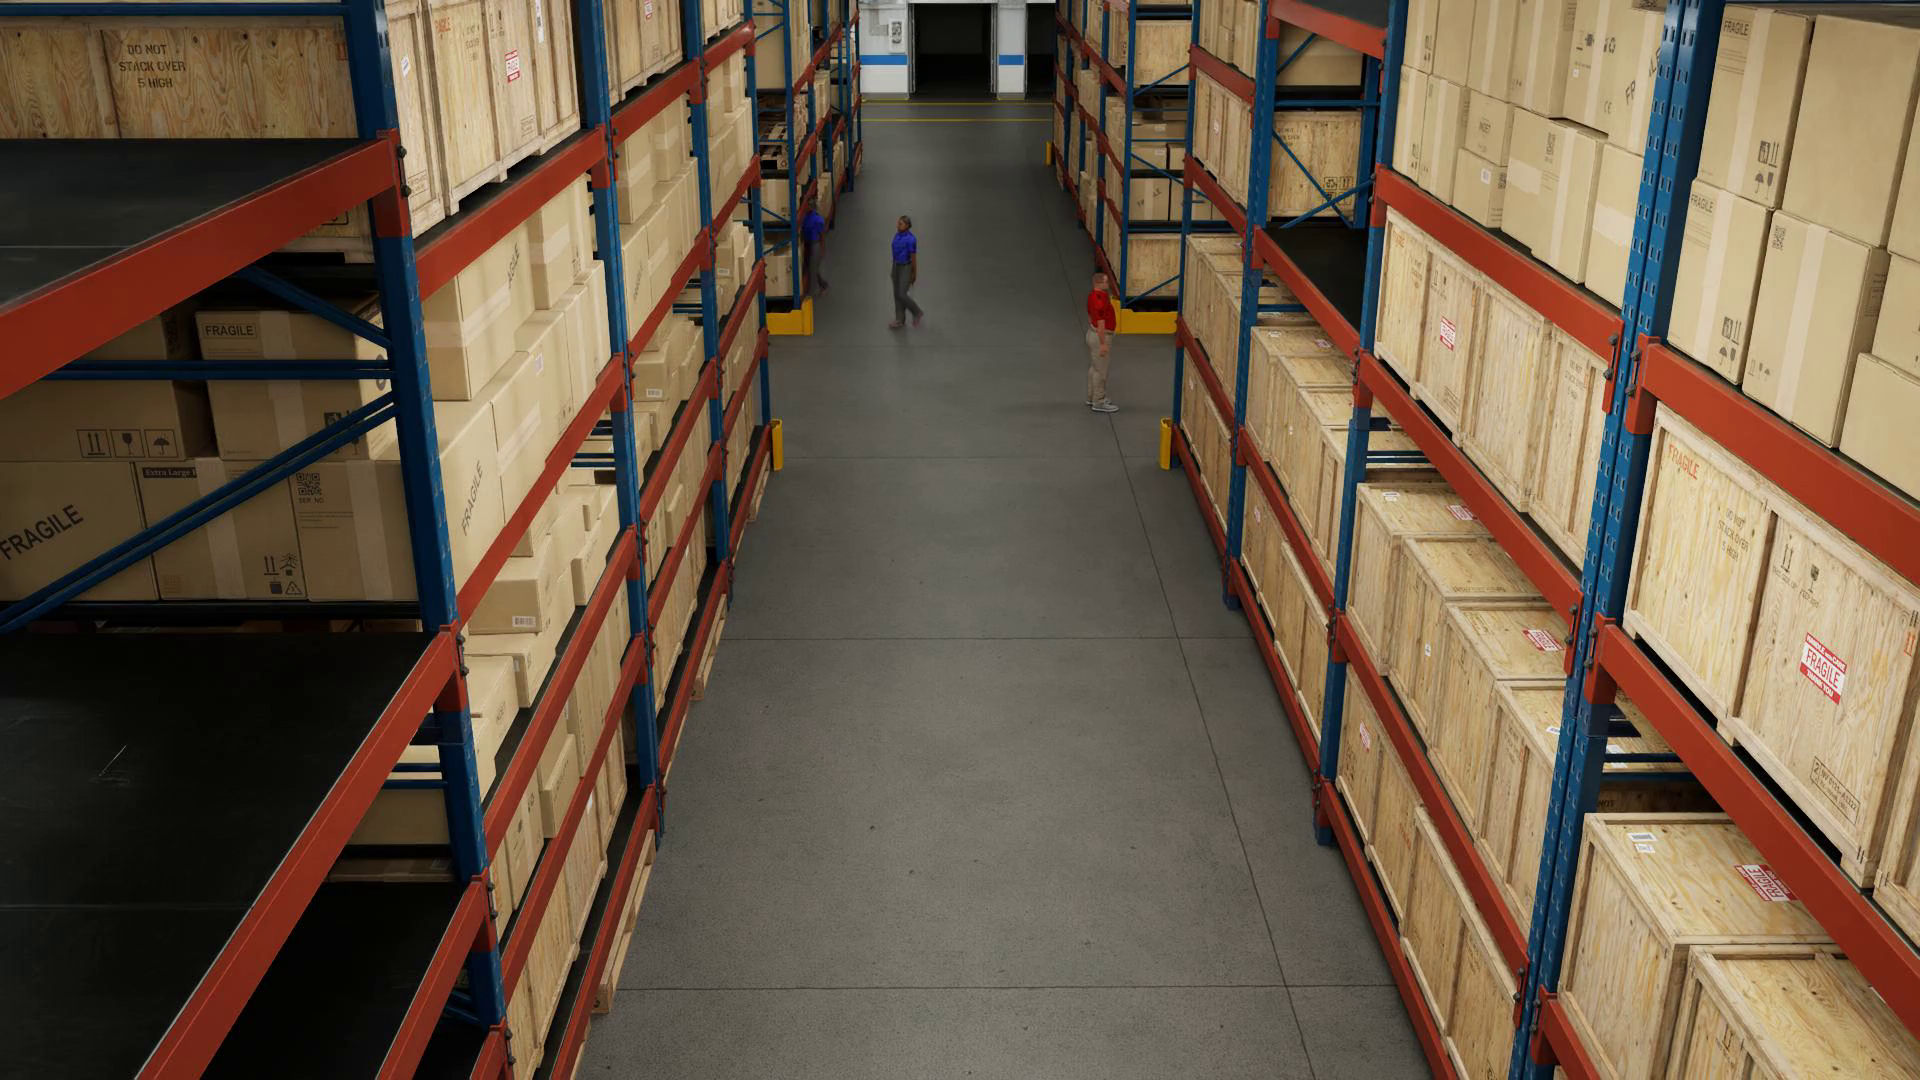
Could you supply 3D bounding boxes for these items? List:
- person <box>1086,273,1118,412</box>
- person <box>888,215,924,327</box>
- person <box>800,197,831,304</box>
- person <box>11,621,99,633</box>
[{"bbox_3d":[1.783,-2.507,20.926,0.385,1.728,0.528,-3,22,-8],"label":"person"},{"bbox_3d":[-0.852,-4.005,24.807,0.498,1.662,0.458,-16,27,-35],"label":"person"},{"bbox_3d":[-2.331,-4.614,26.345,0.805,1.646,0.454,-19,29,-40],"label":"person"},{"bbox_3d":[-6.798,0.759,12.579,0.627,1.765,0.929,2,22,5],"label":"person"}]
